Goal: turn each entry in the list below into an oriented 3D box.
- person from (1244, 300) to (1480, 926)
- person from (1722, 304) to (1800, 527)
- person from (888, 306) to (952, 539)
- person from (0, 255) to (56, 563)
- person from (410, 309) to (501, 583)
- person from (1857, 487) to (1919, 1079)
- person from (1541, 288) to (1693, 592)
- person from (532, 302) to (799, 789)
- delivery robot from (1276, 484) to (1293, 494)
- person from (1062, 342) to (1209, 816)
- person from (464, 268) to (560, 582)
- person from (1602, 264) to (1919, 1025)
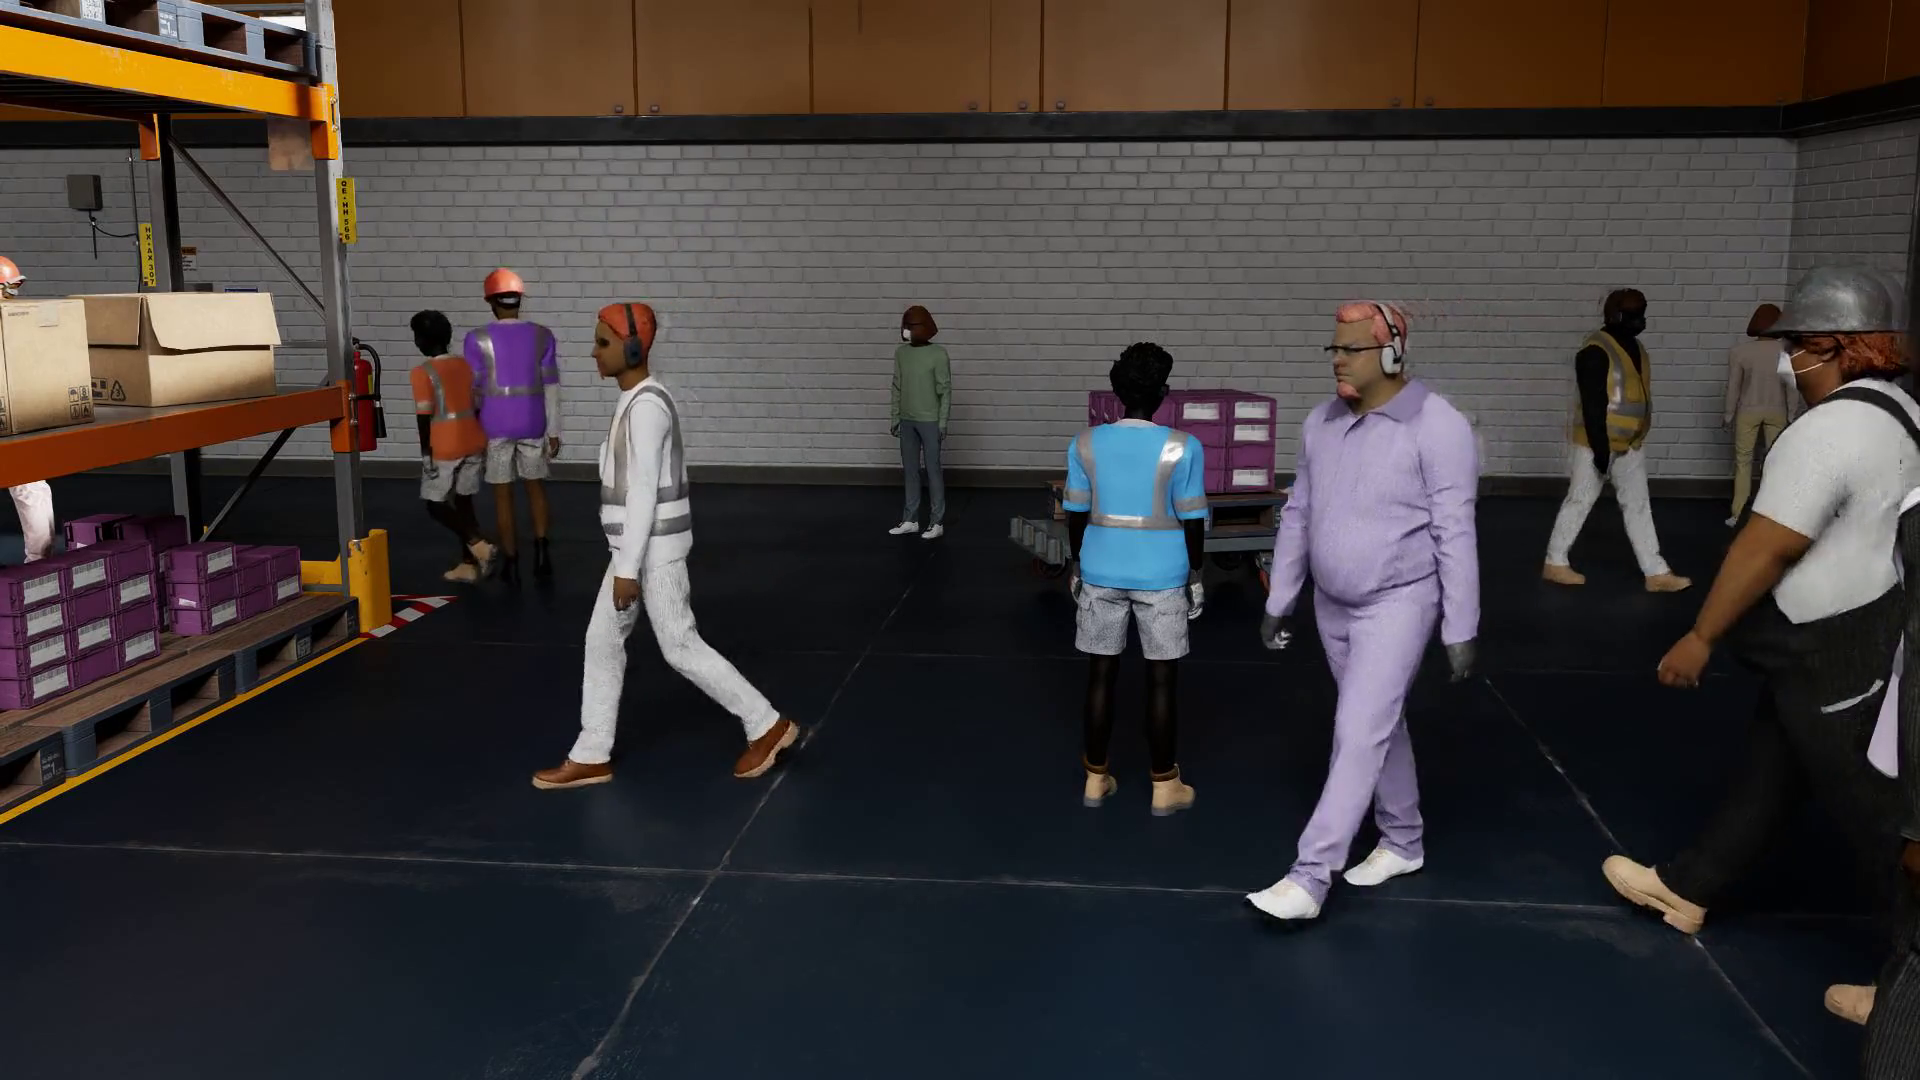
[{"bbox_3d":[1.151,0.222,5.041,0.955,1.862,0.684,-6,11,-29],"label":"person"},{"bbox_3d":[5.800,-0.888,12.059,0.498,1.634,0.280,3,10,14],"label":"person"},{"bbox_3d":[-0.288,-0.827,11.710,0.508,1.632,0.269,8,13,38],"label":"person"},{"bbox_3d":[-5.619,-0.686,9.867,0.383,1.996,0.609,-4,11,-19],"label":"person"},{"bbox_3d":[-2.959,-0.527,9.861,0.540,1.675,0.561,5,11,28],"label":"person"},{"bbox_3d":[2.043,0.498,3.310,0.589,1.919,0.393,-7,12,-33],"label":"person"},{"bbox_3d":[3.901,-0.584,9.876,0.637,1.795,0.896,-8,13,-38],"label":"person"},{"bbox_3d":[-1.099,0.031,6.231,0.958,1.846,0.589,-3,10,-17],"label":"person"},{"bbox_3d":[2.237,-0.182,10.835,0.477,0.478,0.707,-7,12,-33],"label":"delivery robot"},{"bbox_3d":[0.633,0.141,5.987,0.540,1.695,0.317,5,11,25],"label":"person"},{"bbox_3d":[-2.733,-0.686,10.129,0.557,1.914,0.427,-5,11,-27],"label":"person"},{"bbox_3d":[2.278,0.231,4.487,1.040,2.000,0.693,9,13,41],"label":"person"}]
